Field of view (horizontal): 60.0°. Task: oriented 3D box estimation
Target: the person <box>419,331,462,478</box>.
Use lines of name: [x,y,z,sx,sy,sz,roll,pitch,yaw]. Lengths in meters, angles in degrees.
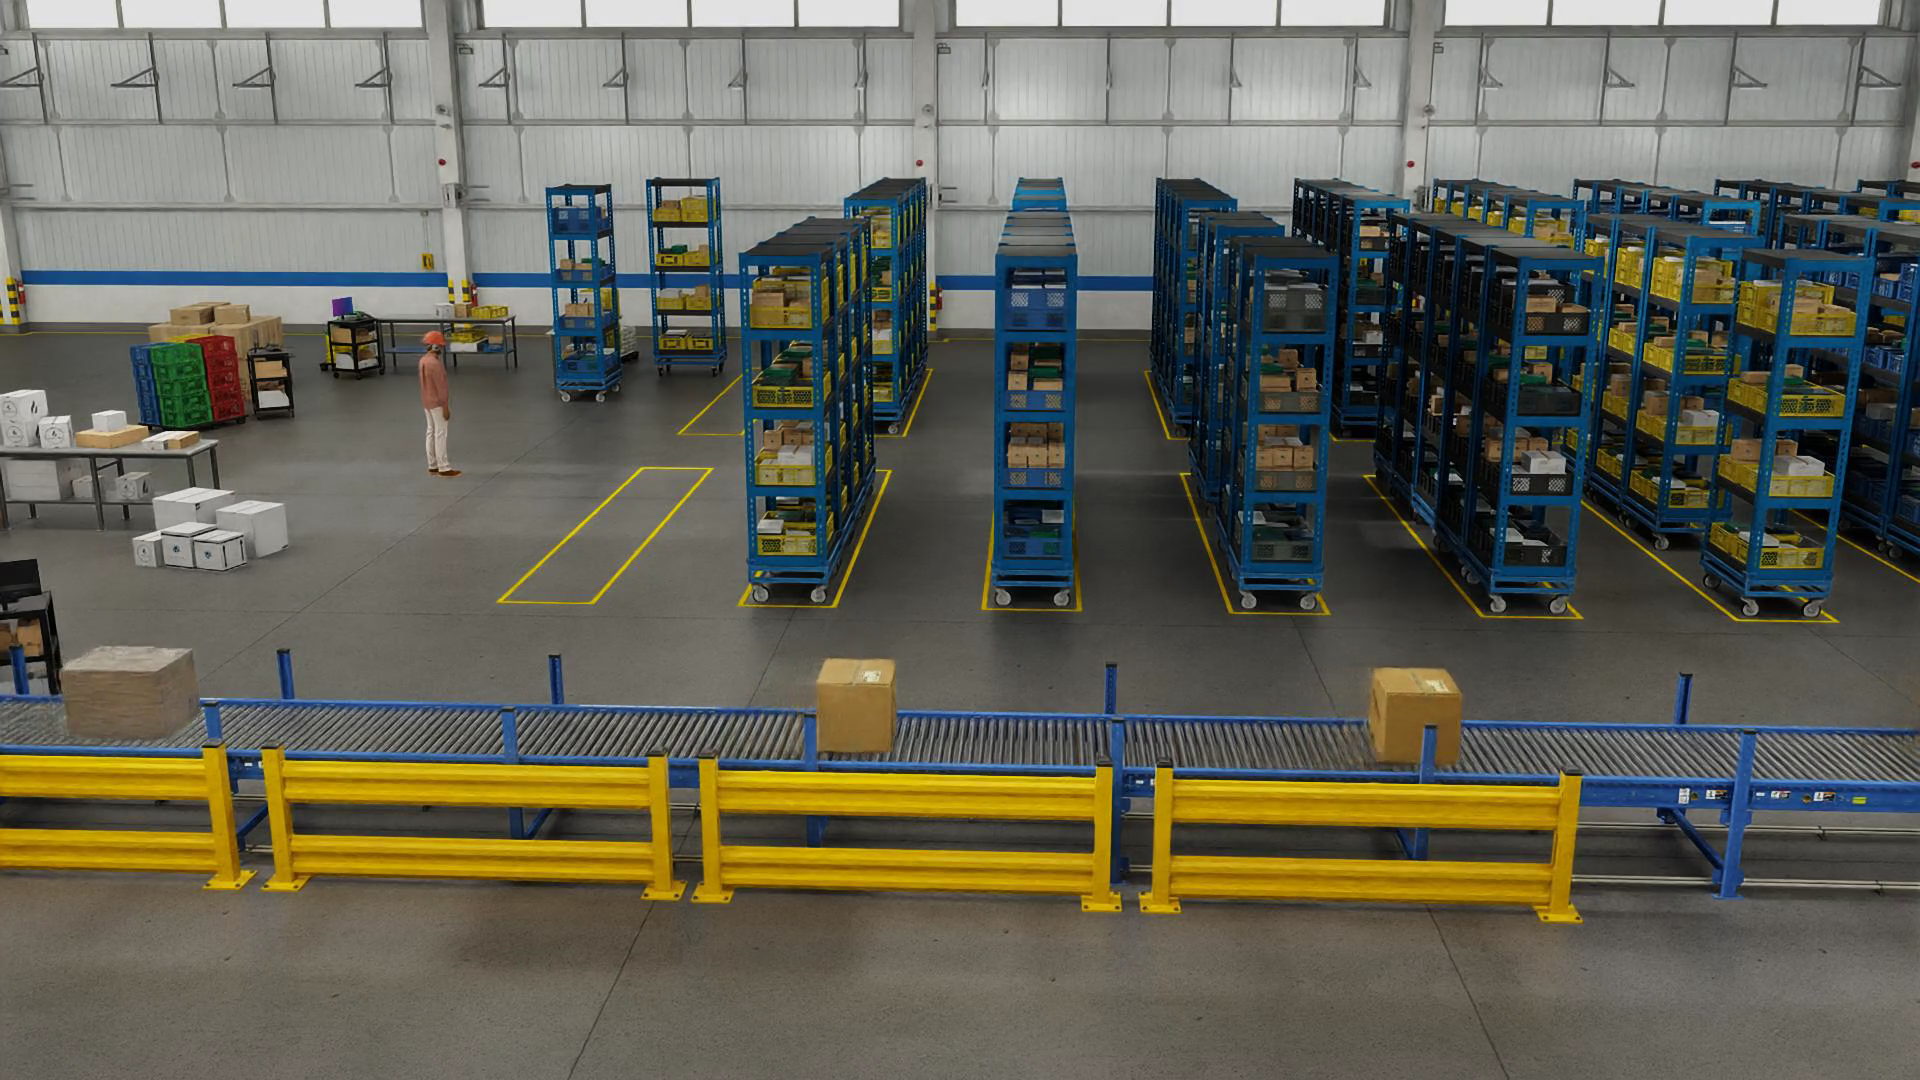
person: [-7.105,-1.841,22.591,0.375,1.997,0.610,-13,20,-40]
